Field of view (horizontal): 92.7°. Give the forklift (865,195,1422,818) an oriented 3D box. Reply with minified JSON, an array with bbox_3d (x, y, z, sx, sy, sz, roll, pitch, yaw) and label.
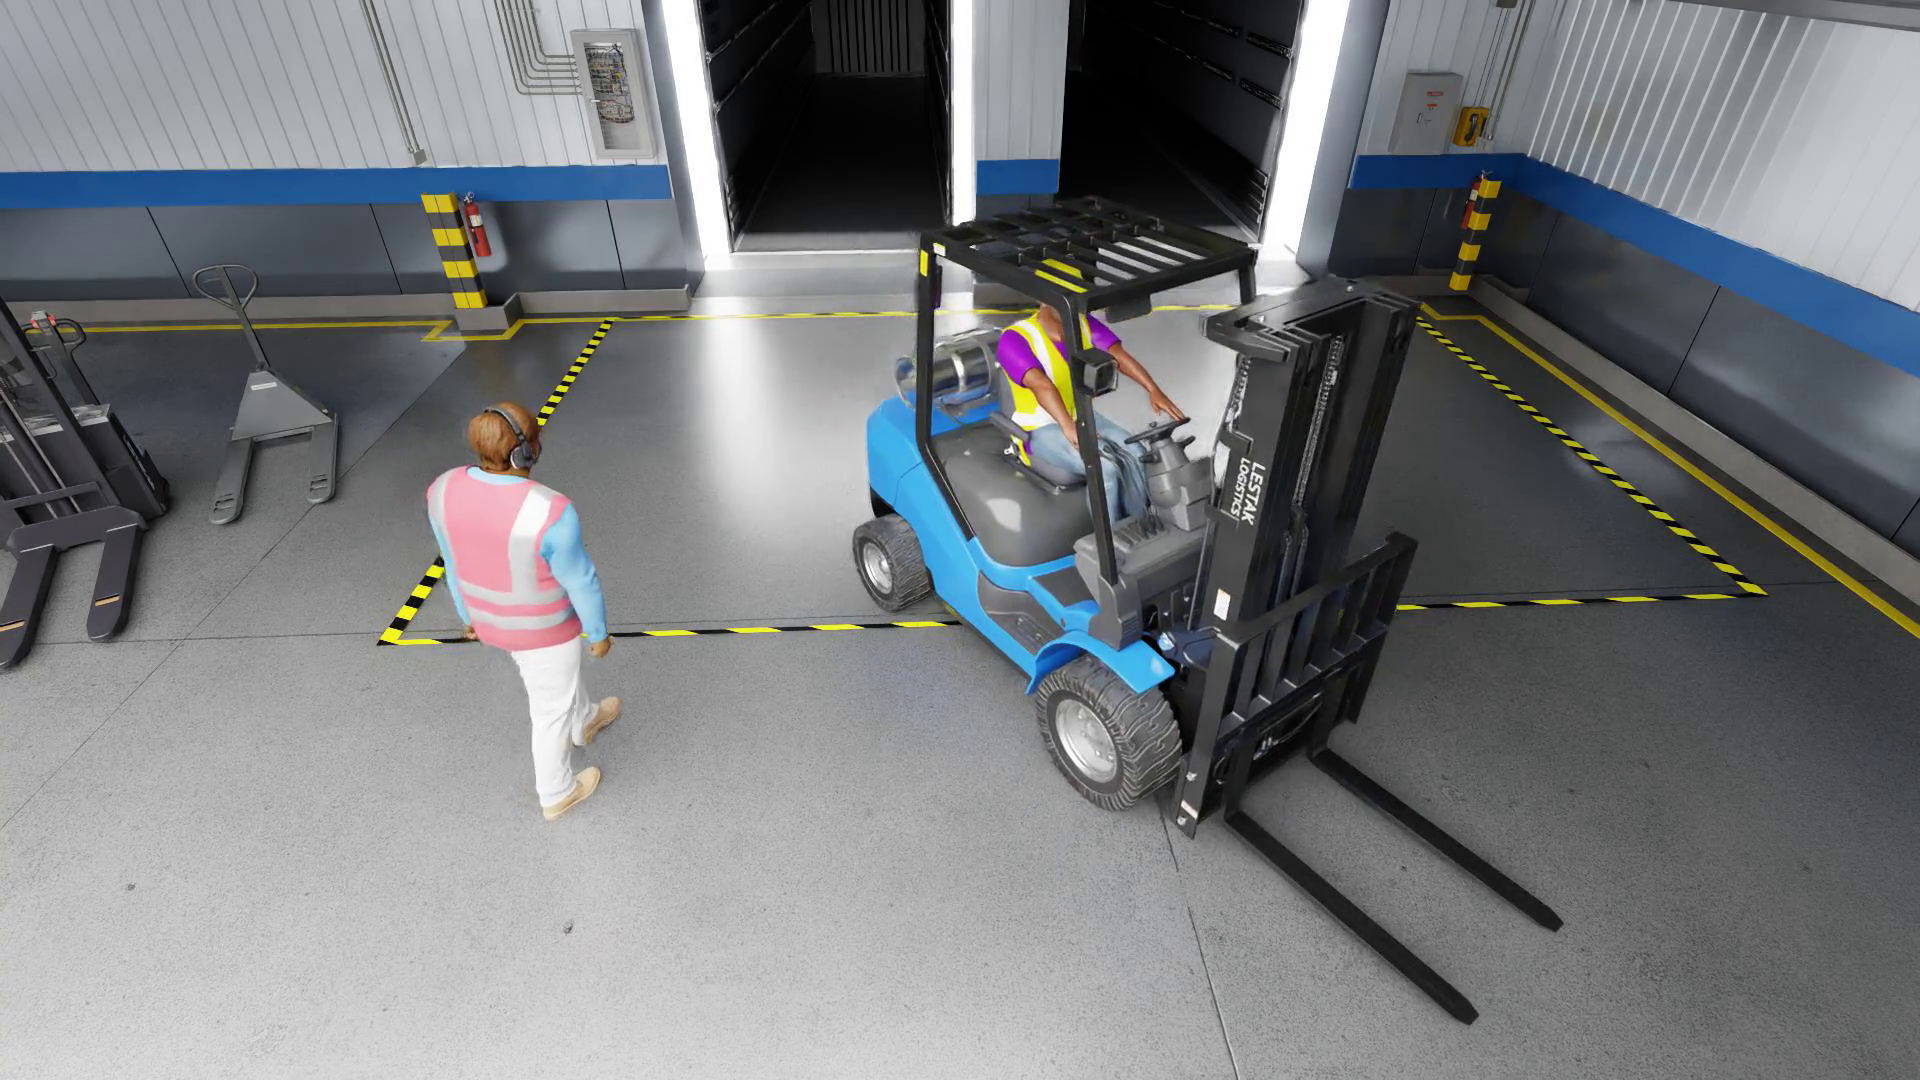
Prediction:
[{"bbox_3d":[0.585,-0.408,4.265,1.157,2.036,2.680,-22,41,-29],"label":"forklift"}]

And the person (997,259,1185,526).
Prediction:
[{"bbox_3d":[0.614,-0.531,4.115,0.635,1.294,1.004,-22,41,-29],"label":"person"}]

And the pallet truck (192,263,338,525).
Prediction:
[{"bbox_3d":[-4.778,-1.027,6.128,0.680,1.201,1.601,-17,38,-23],"label":"pallet truck"}]

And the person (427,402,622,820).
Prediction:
[{"bbox_3d":[-1.699,0.301,3.731,0.634,1.806,0.678,13,37,18],"label":"person"}]

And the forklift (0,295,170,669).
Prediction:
[{"bbox_3d":[-5.212,-0.618,4.878,0.823,1.965,1.885,-20,39,-26],"label":"forklift"}]
